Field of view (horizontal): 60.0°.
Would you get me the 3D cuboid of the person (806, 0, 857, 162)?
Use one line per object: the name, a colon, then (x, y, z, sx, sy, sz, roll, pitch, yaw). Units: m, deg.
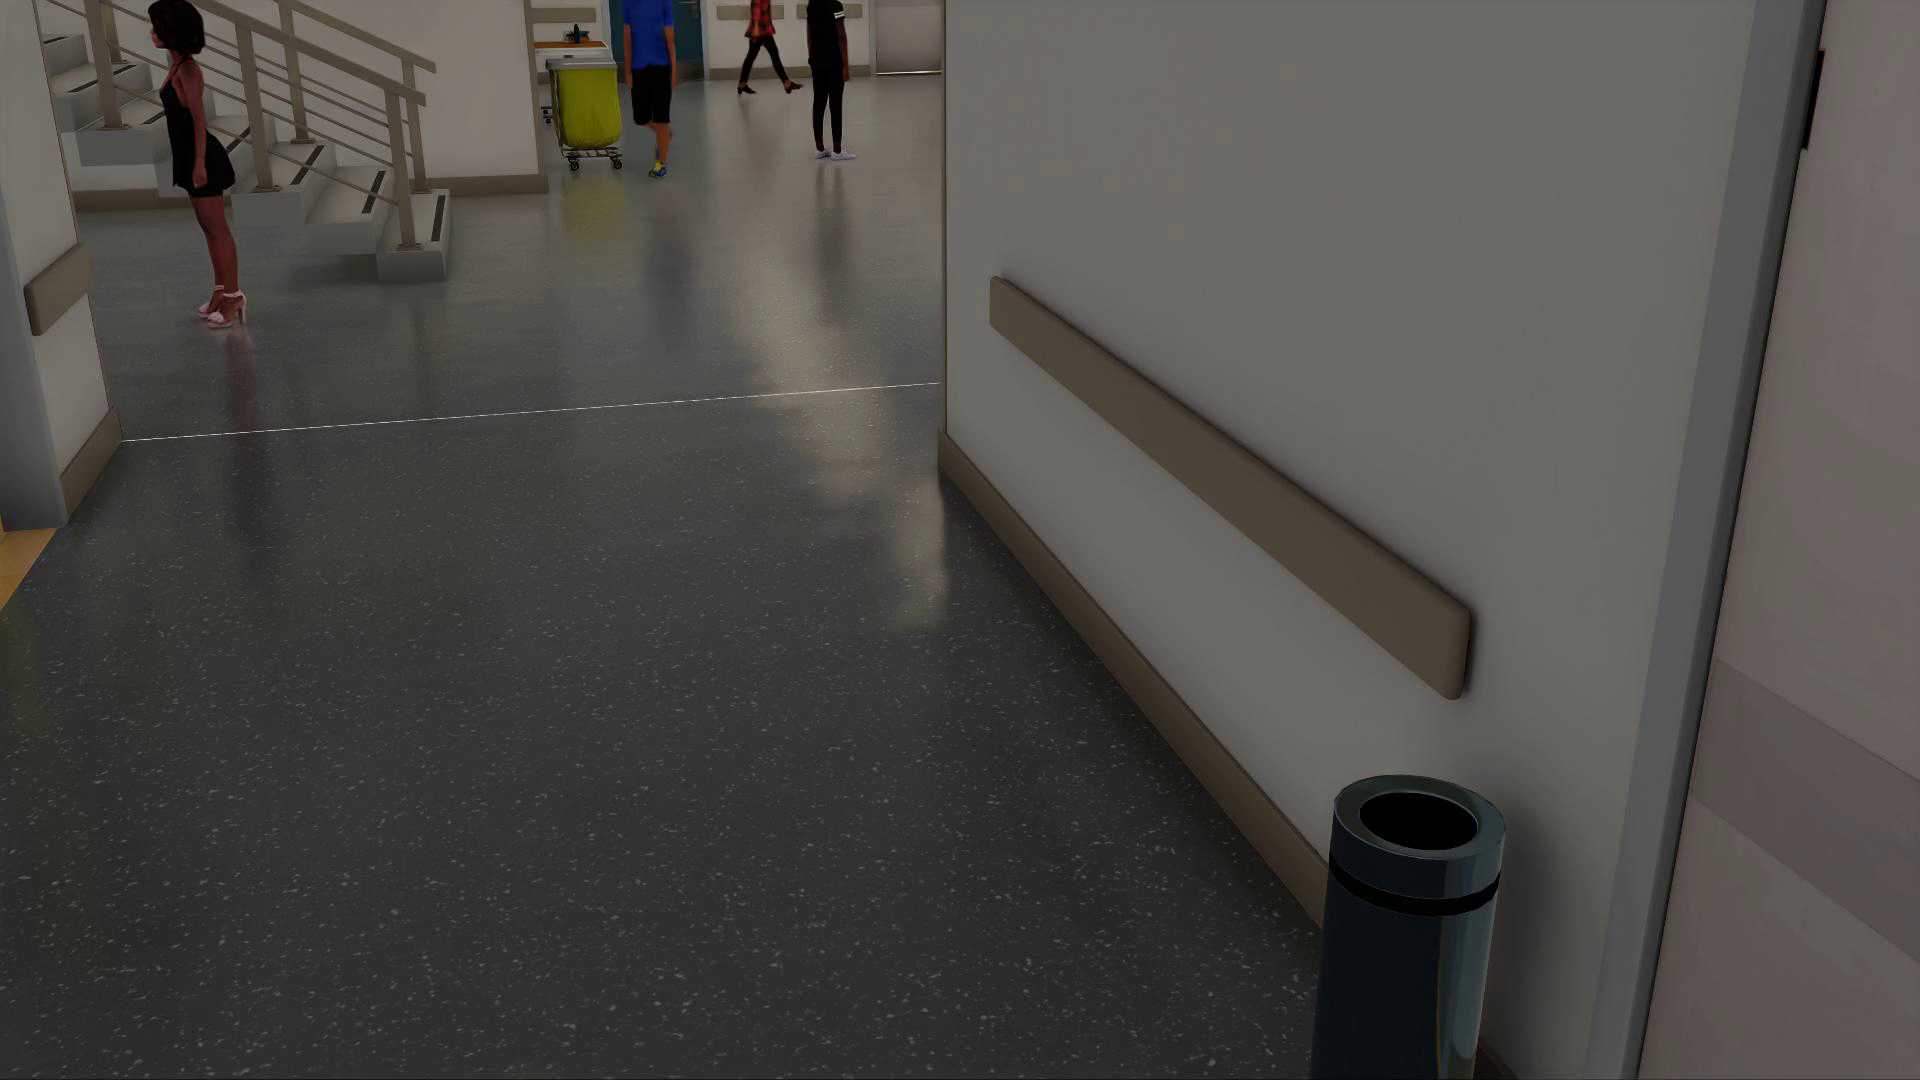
person: (-1.246, -4.474, 15.662, 0.717, 1.728, 0.758, 15, 26, 35)

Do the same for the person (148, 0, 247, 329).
person: (-4.238, -2.094, 9.291, 0.614, 1.789, 0.625, -12, 24, -28)

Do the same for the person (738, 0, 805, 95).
person: (-2.572, -6.384, 20.812, 1.128, 1.651, 0.809, -1, 21, -1)

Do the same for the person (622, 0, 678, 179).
person: (-2.673, -4.130, 14.584, 1.002, 1.848, 0.918, 3, 21, 8)
